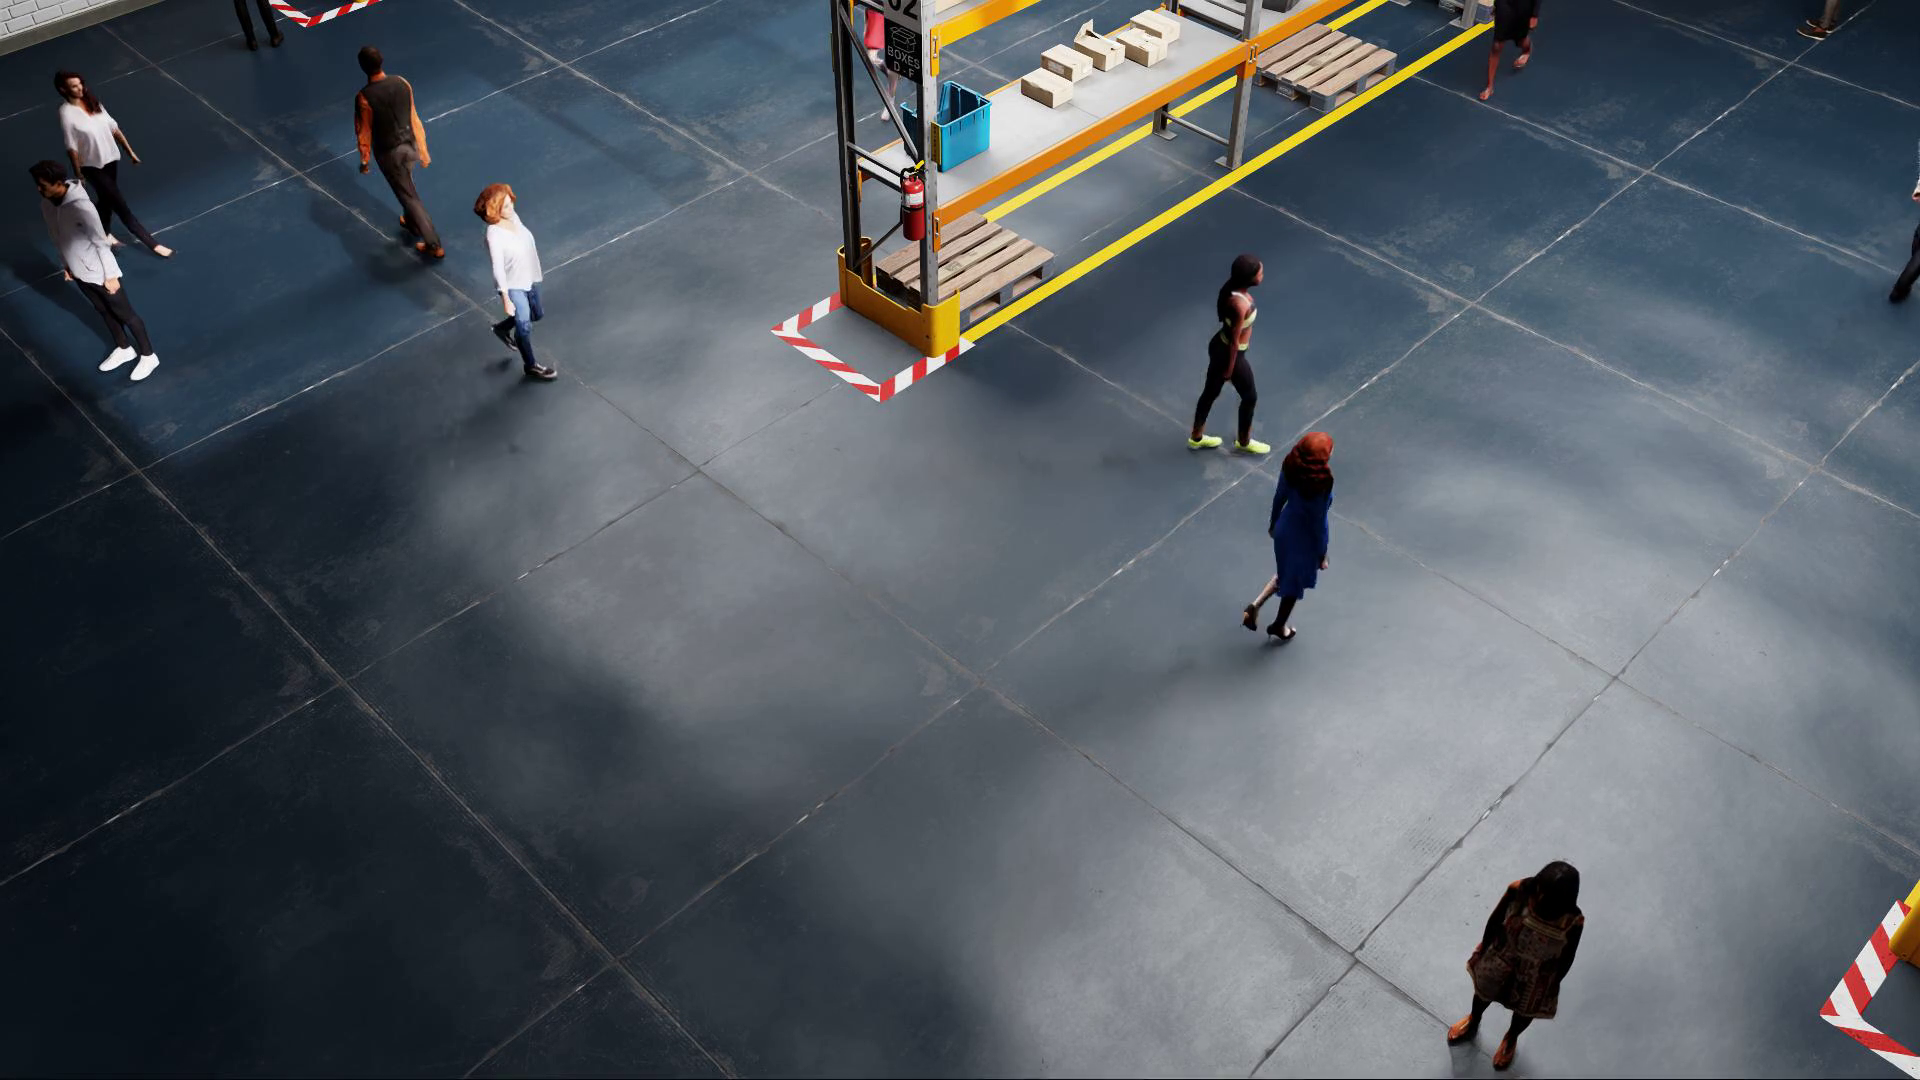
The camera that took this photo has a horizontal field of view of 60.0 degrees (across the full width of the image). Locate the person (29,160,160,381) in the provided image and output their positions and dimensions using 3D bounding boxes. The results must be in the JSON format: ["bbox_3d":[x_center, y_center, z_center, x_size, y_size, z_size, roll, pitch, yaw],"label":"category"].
[{"bbox_3d":[-6.677,-2.107,12.834,0.756,1.925,0.710,16,46,17],"label":"person"}]

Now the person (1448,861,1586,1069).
[{"bbox_3d":[2.908,2.156,8.562,0.670,1.644,0.553,29,51,27],"label":"person"}]

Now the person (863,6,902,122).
[{"bbox_3d":[-0.676,-4.914,15.860,0.777,1.815,0.863,14,45,15],"label":"person"}]

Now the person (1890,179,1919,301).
[{"bbox_3d":[8.061,-2.779,13.604,1.133,1.835,0.731,-29,51,-27],"label":"person"}]

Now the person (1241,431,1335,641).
[{"bbox_3d":[2.082,0.049,10.649,0.876,1.817,0.781,-15,46,-16],"label":"person"}]

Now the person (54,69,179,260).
[{"bbox_3d":[-7.341,-3.147,14.059,1.063,1.741,1.149,10,45,11],"label":"person"}]

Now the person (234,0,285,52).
[{"bbox_3d":[-7.323,-5.888,16.831,0.740,1.886,0.850,-10,45,-10],"label":"person"}]

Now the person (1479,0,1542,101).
[{"bbox_3d":[5.451,-5.193,16.245,0.782,1.689,1.165,26,49,25],"label":"person"}]

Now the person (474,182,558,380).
[{"bbox_3d":[-3.527,-2.015,12.904,0.913,1.695,0.902,12,45,12],"label":"person"}]

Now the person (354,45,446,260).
[{"bbox_3d":[-4.678,-3.217,14.032,0.850,1.879,0.947,25,49,24],"label":"person"}]

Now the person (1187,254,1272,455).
[{"bbox_3d":[1.876,-1.335,12.167,0.940,1.726,0.851,-5,44,-6],"label":"person"}]
